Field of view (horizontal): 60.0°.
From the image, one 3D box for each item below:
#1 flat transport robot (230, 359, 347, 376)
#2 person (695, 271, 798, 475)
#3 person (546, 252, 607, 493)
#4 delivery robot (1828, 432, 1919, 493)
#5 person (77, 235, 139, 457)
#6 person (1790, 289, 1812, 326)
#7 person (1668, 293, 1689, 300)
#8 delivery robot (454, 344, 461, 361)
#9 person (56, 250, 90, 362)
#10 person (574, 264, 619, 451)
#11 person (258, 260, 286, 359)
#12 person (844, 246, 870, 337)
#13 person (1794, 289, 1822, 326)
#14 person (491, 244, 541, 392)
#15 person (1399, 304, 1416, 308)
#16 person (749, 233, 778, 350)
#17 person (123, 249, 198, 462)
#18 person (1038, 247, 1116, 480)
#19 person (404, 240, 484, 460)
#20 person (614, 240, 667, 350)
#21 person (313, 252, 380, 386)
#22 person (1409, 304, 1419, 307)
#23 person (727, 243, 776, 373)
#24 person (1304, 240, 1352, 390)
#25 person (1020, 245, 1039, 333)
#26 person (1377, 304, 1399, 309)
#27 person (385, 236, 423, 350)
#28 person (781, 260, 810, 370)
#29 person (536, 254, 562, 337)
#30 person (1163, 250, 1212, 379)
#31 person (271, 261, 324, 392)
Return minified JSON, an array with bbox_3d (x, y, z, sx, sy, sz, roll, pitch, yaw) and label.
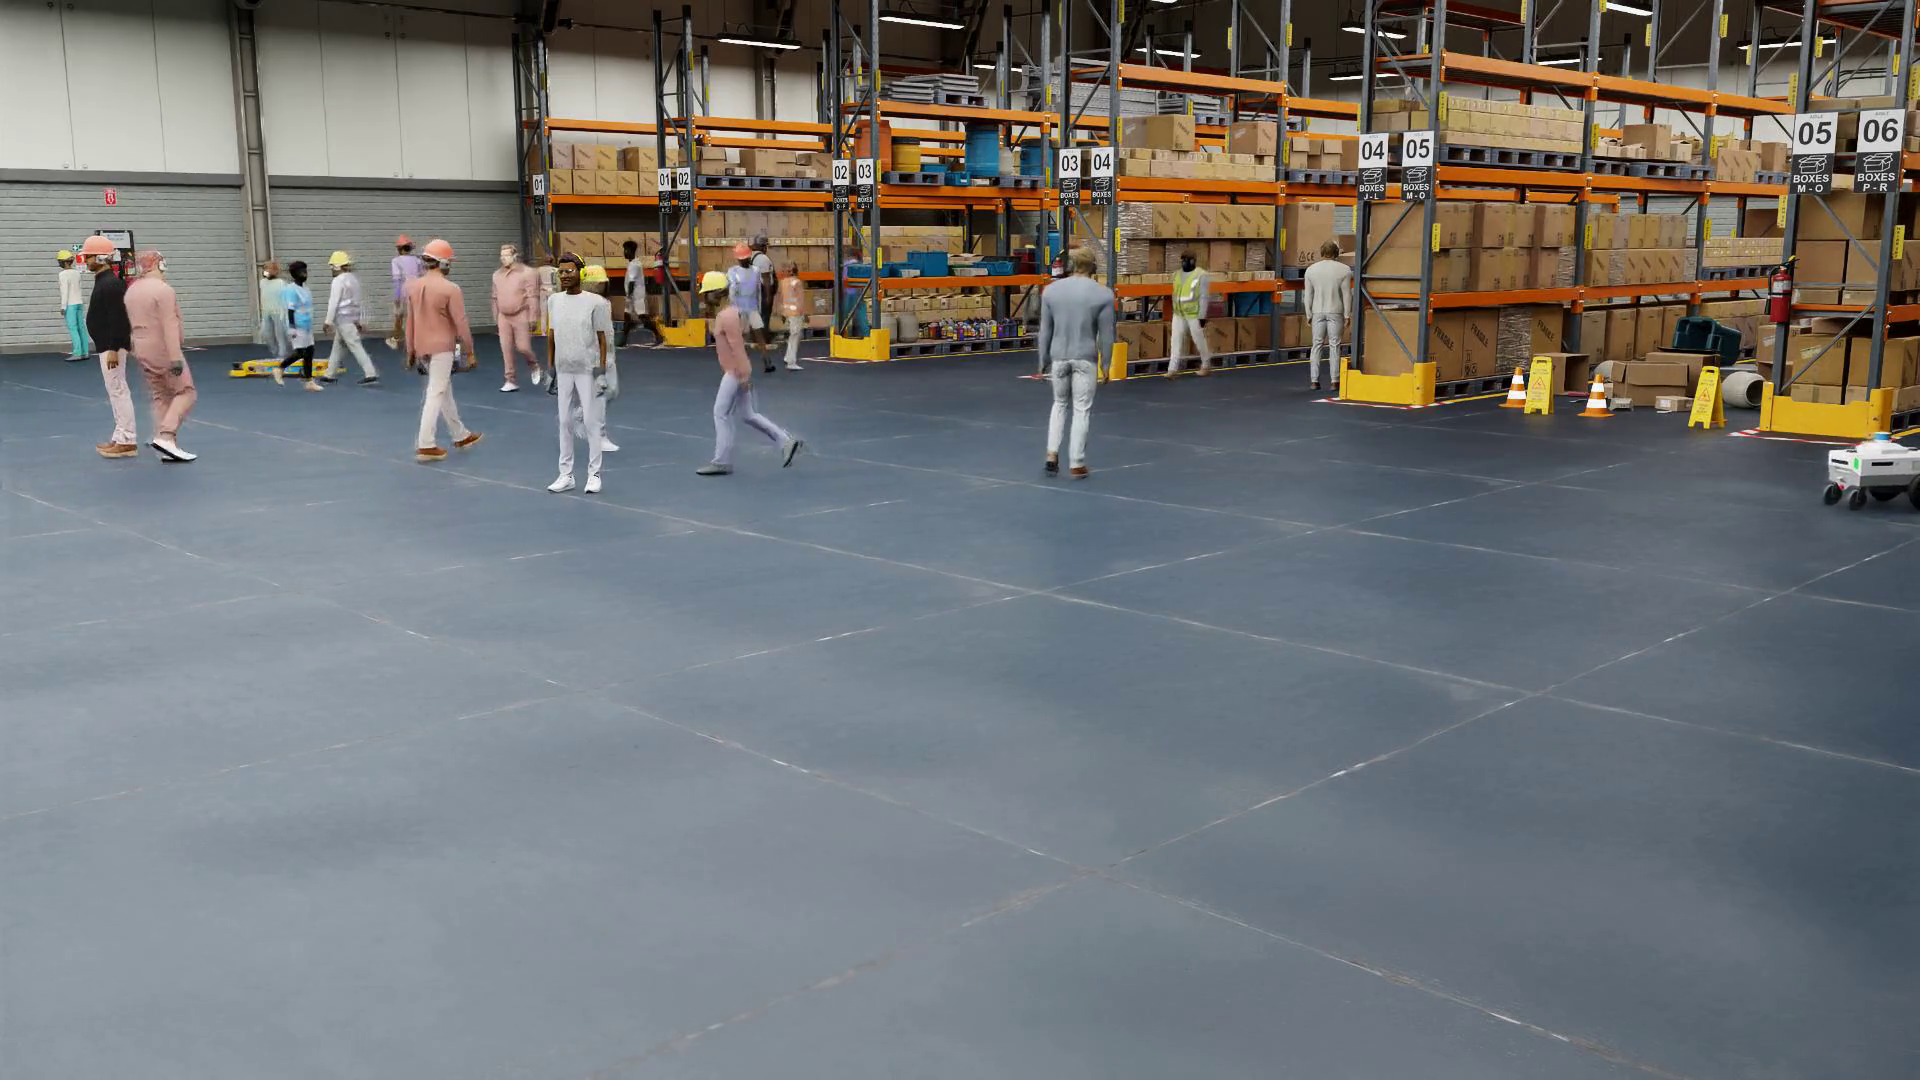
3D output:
[{"bbox_3d":[-9.659,-2.487,23.934,1.431,0.197,0.652,-1,10,-4],"label":"flat transport robot"},{"bbox_3d":[-1.805,-1.409,14.032,0.815,1.716,0.532,-2,11,-9],"label":"person"},{"bbox_3d":[-3.011,-1.309,13.031,0.515,1.873,0.329,2,11,11],"label":"person"},{"bbox_3d":[6.874,-0.564,12.419,0.707,0.478,0.477,-2,11,-10],"label":"delivery robot"},{"bbox_3d":[-7.761,-1.764,15.167,0.385,1.993,0.623,-6,12,-31],"label":"person"},{"bbox_3d":[13.443,-3.756,26.534,0.418,1.820,0.610,-8,13,-39],"label":"person"},{"bbox_3d":[14.941,-5.281,34.624,0.986,1.891,0.636,6,12,31],"label":"person"},{"bbox_3d":[-7.591,-2.752,24.347,0.477,0.478,0.707,1,10,6],"label":"delivery robot"},{"bbox_3d":[-14.251,-3.752,26.640,0.327,1.767,0.533,0,10,2],"label":"person"},{"bbox_3d":[-3.457,-1.711,15.595,0.533,1.732,0.488,4,11,22],"label":"person"},{"bbox_3d":[-10.322,-3.375,24.959,0.529,1.617,0.348,5,11,24],"label":"person"},{"bbox_3d":[-2.026,-4.688,31.673,0.964,1.800,0.588,-9,14,-41],"label":"person"},{"bbox_3d":[13.290,-3.681,25.940,0.365,1.878,0.594,-5,11,-25],"label":"person"},{"bbox_3d":[-5.736,-2.870,21.492,0.657,1.887,0.545,3,11,15],"label":"person"},{"bbox_3d":[7.046,-3.751,25.973,0.837,2.007,0.668,-4,11,-20],"label":"person"},{"bbox_3d":[-3.482,-4.385,29.453,0.536,2.000,0.686,-8,13,-37],"label":"person"},{"bbox_3d":[-7.069,-1.623,14.730,0.703,1.875,0.403,7,13,34],"label":"person"},{"bbox_3d":[0.972,-1.473,13.847,0.650,1.908,0.483,3,11,18],"label":"person"},{"bbox_3d":[-4.645,-1.732,15.111,0.649,1.946,0.977,6,12,31],"label":"person"},{"bbox_3d":[-5.683,-4.328,29.381,0.997,1.922,0.618,-1,10,-7],"label":"person"},{"bbox_3d":[-8.213,-2.940,22.182,0.949,1.787,0.591,0,10,-2],"label":"person"},{"bbox_3d":[7.046,-3.401,25.124,0.512,1.618,0.488,8,13,37],"label":"person"},{"bbox_3d":[-3.072,-3.347,24.141,0.578,1.876,0.880,-7,13,-34],"label":"person"},{"bbox_3d":[4.799,-2.931,21.690,0.630,1.940,0.372,5,12,27],"label":"person"},{"bbox_3d":[1.462,-5.060,33.638,0.602,1.815,0.610,8,13,38],"label":"person"},{"bbox_3d":[6.629,-3.597,25.682,0.719,1.833,0.603,-6,12,-29],"label":"person"},{"bbox_3d":[-9.615,-4.275,28.889,1.065,1.981,0.636,8,13,38],"label":"person"},{"bbox_3d":[-2.456,-3.343,24.801,0.386,1.626,0.519,-6,12,-30],"label":"person"},{"bbox_3d":[-8.095,-4.812,32.759,0.523,1.639,0.306,2,11,9],"label":"person"},{"bbox_3d":[3.267,-3.198,23.530,0.634,1.807,0.948,9,14,42],"label":"person"},{"bbox_3d":[-8.545,-2.743,21.377,0.541,1.682,0.537,0,10,2],"label":"person"}]
